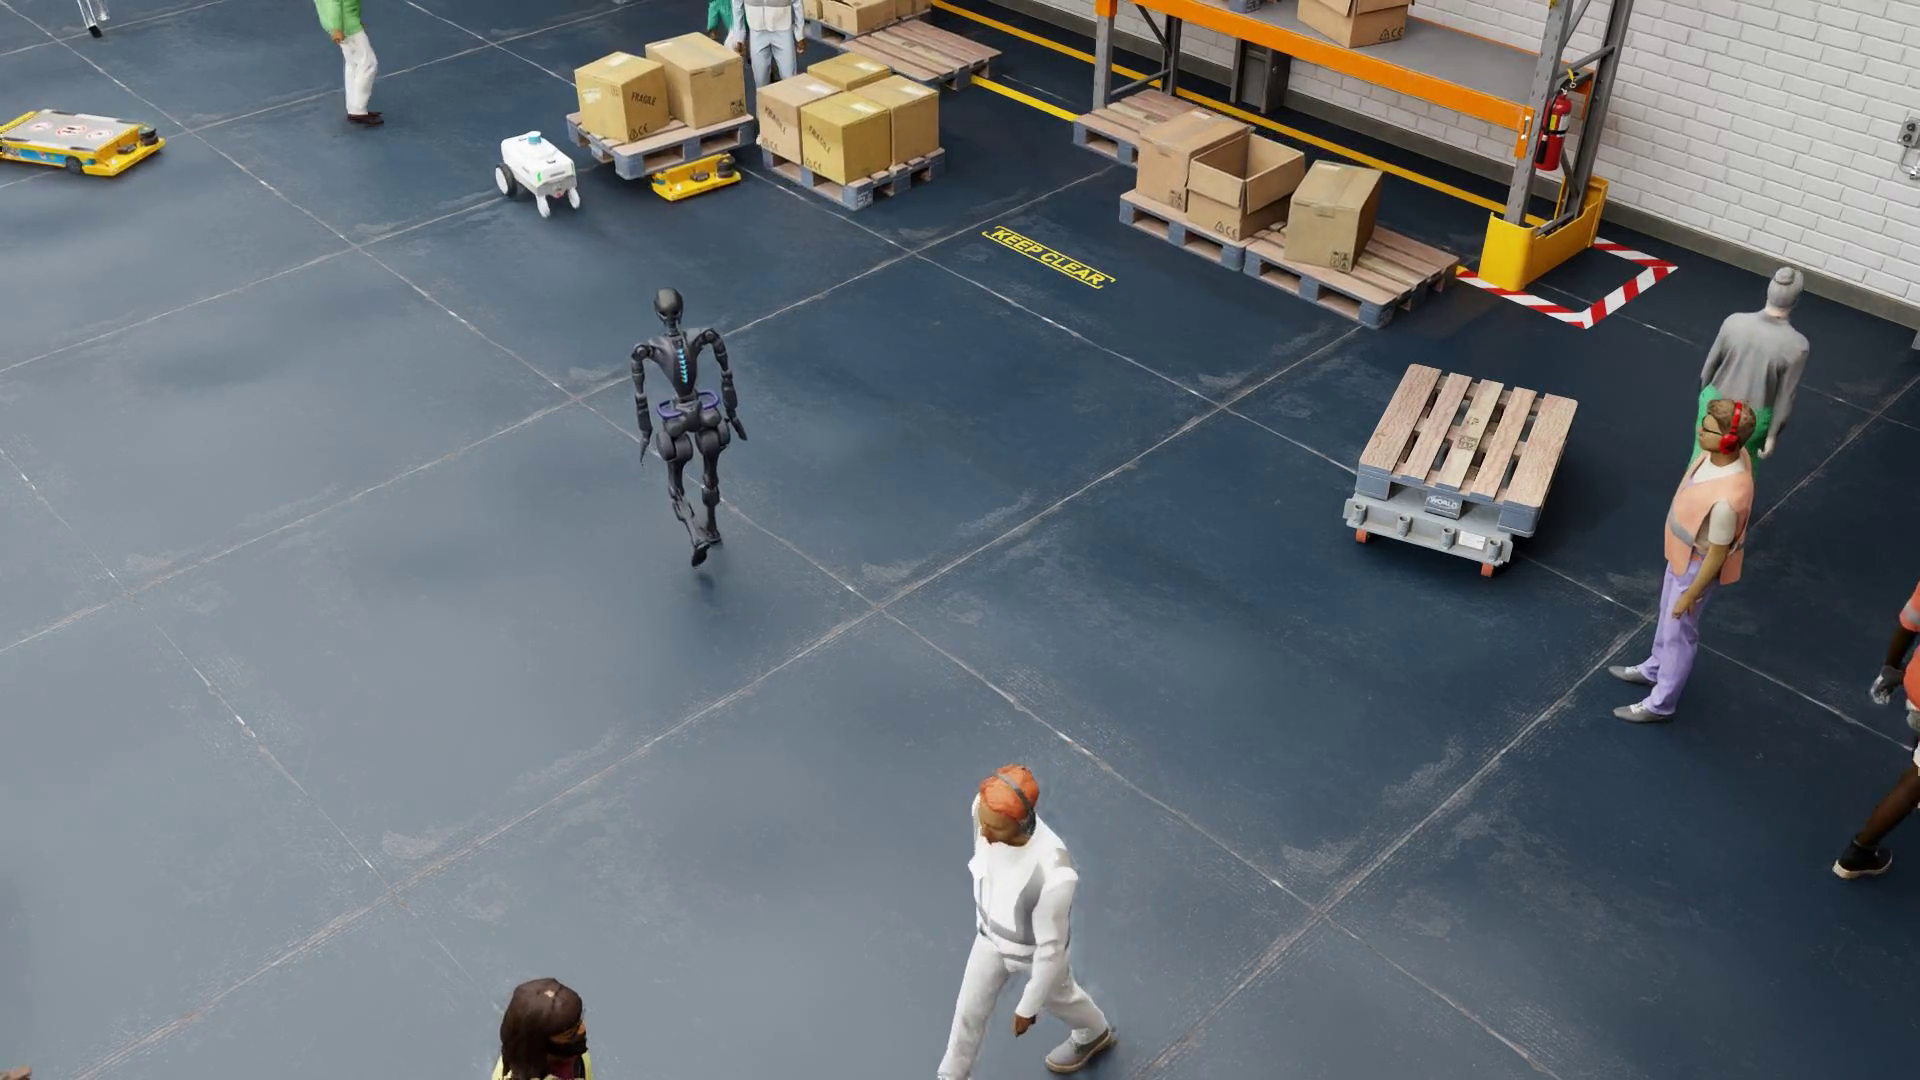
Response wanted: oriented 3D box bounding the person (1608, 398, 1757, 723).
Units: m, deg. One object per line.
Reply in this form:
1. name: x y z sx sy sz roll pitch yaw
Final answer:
1. person: 3.557 0.127 8.057 0.393 1.846 0.562 10 38 13

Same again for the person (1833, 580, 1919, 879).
1. person: 4.434 0.656 7.308 1.006 1.901 0.640 -18 40 -22

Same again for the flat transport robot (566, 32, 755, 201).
1. flat transport robot: -2.465 -3.205 13.777 0.659 0.231 1.431 -25 44 -29

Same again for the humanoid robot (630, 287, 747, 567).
1. humanoid robot: -1.462 -0.604 9.162 0.613 1.640 0.506 -15 39 -18

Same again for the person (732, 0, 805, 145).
1. person: -1.572 -4.205 13.744 0.595 1.908 0.408 1 37 2

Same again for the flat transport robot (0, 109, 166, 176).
1. flat transport robot: -7.499 -3.340 13.955 1.431 0.231 0.659 10 38 13

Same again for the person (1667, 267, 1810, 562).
1. person: 4.367 -0.754 9.258 0.529 1.794 0.928 26 44 30

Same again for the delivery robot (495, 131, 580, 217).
1. delivery robot: -3.342 -2.946 13.197 0.499 0.595 0.797 -24 43 -29

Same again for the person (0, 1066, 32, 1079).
1. person: -4.119 1.663 6.214 0.772 1.607 0.499 -4 37 -5

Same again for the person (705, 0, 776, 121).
1. person: -1.925 -4.320 13.989 0.999 1.781 0.488 -18 41 -23

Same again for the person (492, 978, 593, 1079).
1. person: -1.423 2.057 5.584 0.553 1.752 0.483 3 37 4

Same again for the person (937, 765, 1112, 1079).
1. person: 0.227 1.510 6.238 0.976 1.830 0.578 -25 44 -30

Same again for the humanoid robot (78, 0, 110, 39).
1. humanoid robot: -8.429 -5.671 15.868 0.532 1.783 0.998 -13 39 -17

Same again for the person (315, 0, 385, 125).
1. person: -5.249 -4.419 14.164 0.394 1.736 0.607 -15 40 -19
